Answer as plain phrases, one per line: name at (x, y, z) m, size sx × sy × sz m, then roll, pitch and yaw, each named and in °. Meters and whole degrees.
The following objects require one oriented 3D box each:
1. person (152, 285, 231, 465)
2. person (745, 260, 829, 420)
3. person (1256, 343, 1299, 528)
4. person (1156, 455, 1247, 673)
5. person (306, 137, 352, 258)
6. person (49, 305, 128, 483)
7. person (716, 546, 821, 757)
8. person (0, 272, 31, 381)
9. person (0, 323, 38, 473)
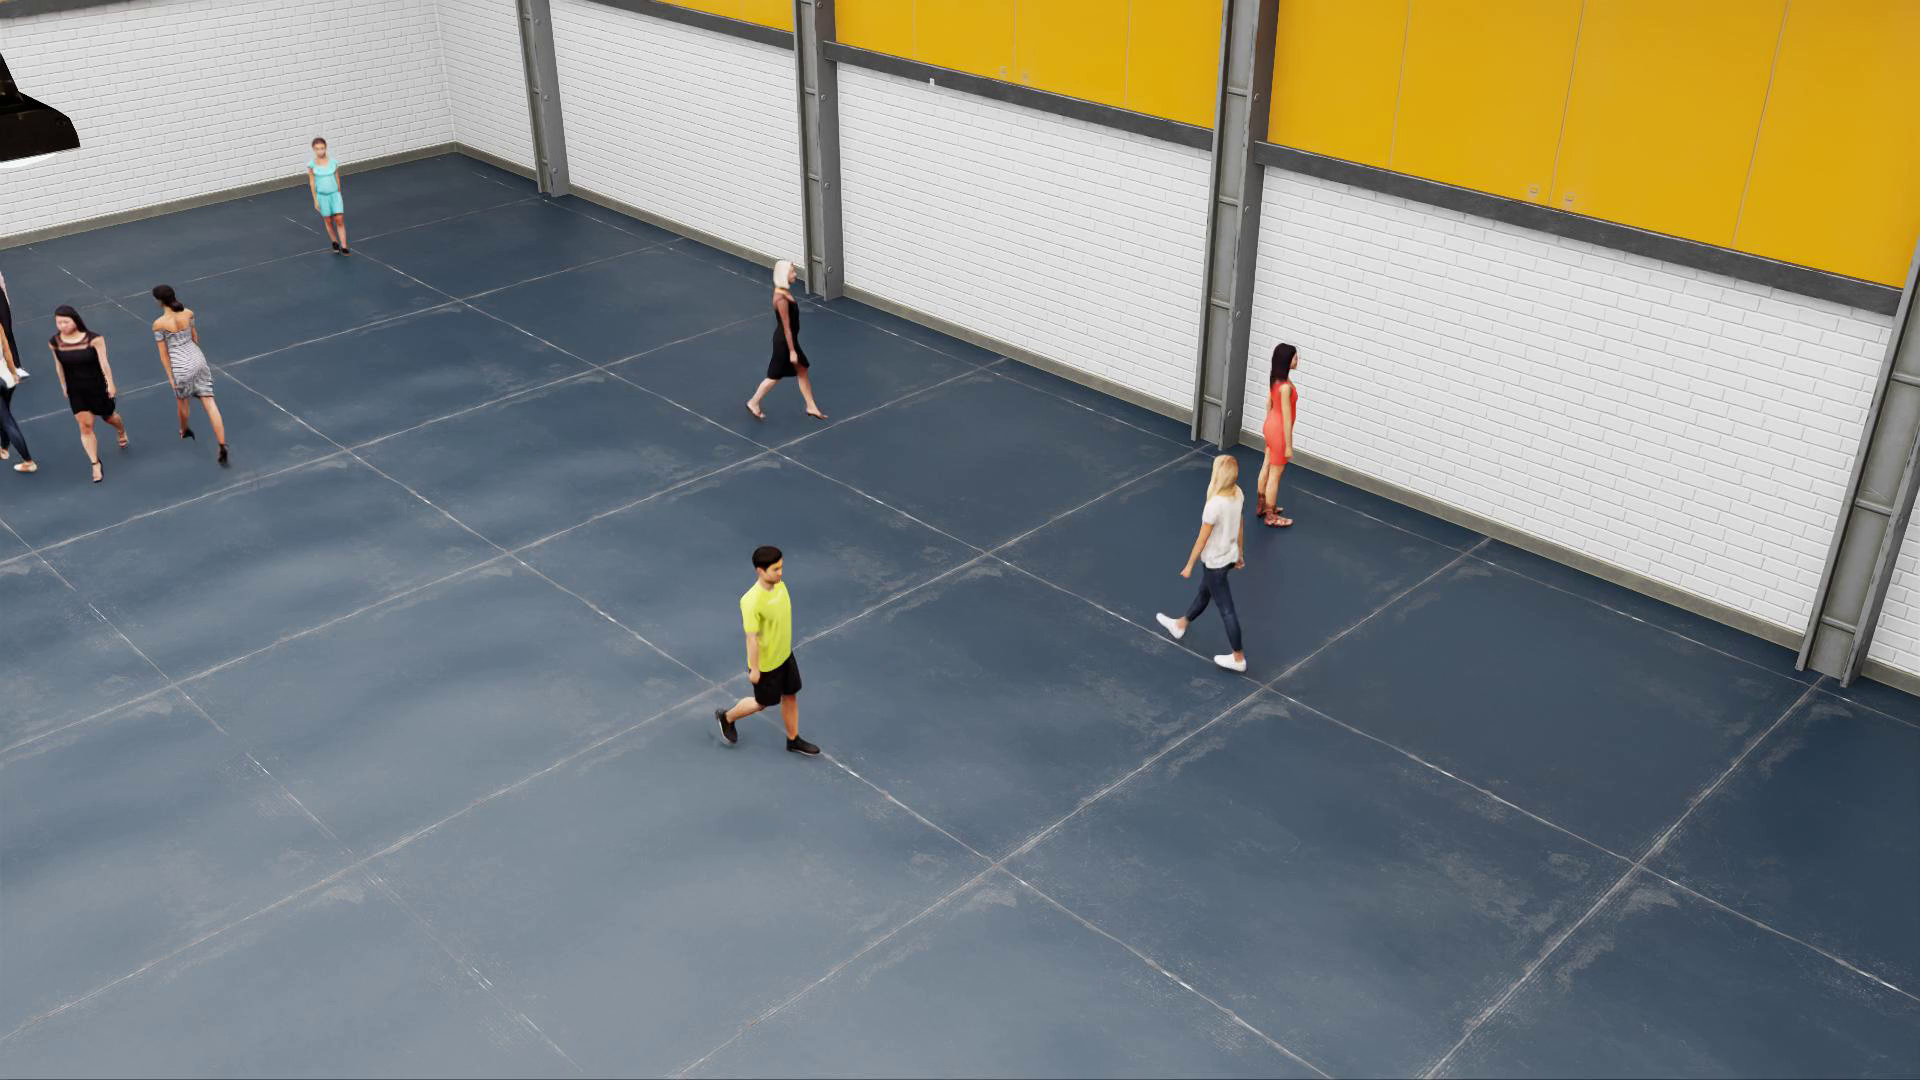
person at (-7.322, -1.552, 15.934) m, size 1.126 × 1.772 × 0.647 m, roll 24°, pitch 36°, yaw 36°
person at (-1.842, -1.954, 16.738) m, size 1.128 × 1.709 × 1.047 m, roll 1°, pitch 29°, yaw 2°
person at (2.841, -0.948, 14.882) m, size 0.733 × 1.719 × 0.645 m, roll -4°, pitch 29°, yaw -7°
person at (2.065, 0.222, 12.684) m, size 1.127 × 1.770 × 0.730 m, roll 20°, pitch 35°, yaw 32°
person at (-8.172, -4.439, 21.483) m, size 0.766 × 1.526 × 1.013 m, roll -11°, pitch 30°, yaw -19°
person at (-8.259, -1.446, 15.834) m, size 1.024 × 1.681 × 1.184 m, roll -6°, pitch 29°, yaw -11°
person at (-1.412, 0.787, 11.732) m, size 1.094 × 1.689 × 0.858 m, roll 12°, pitch 31°, yaw 21°
person at (-10.483, -2.565, 17.877) m, size 0.614 × 1.690 × 1.169 m, roll -25°, pitch 37°, yaw -38°
person at (-9.072, -1.445, 15.761) m, size 1.024 × 1.751 × 0.814 m, roll 11°, pitch 31°, yaw 20°
